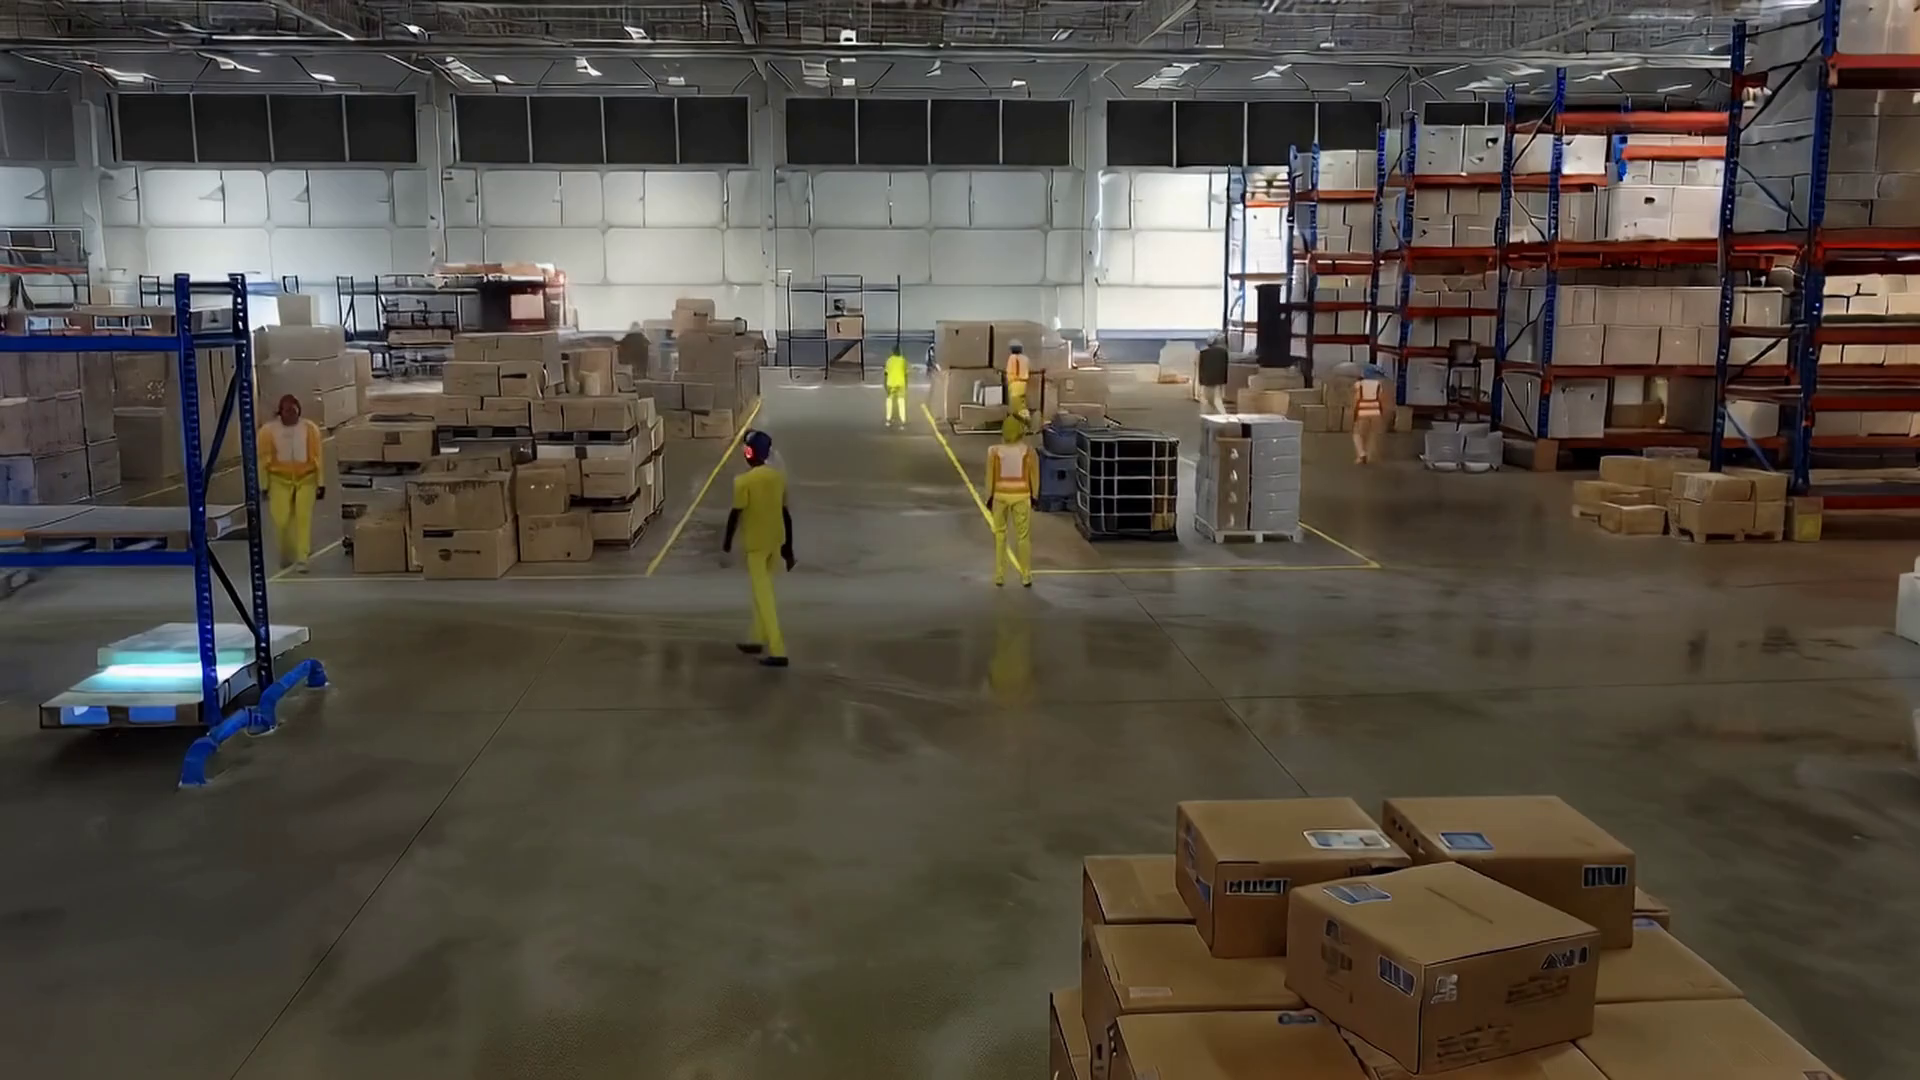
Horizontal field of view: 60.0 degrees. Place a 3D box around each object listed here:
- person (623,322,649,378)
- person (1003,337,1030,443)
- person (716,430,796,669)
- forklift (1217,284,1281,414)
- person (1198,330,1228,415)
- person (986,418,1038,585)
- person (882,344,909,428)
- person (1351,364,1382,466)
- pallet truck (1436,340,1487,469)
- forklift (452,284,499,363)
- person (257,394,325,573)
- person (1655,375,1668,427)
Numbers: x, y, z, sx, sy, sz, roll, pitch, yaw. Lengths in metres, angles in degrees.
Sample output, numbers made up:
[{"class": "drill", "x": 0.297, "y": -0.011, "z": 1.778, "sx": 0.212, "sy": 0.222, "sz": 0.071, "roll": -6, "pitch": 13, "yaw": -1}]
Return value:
[{"class": "person", "x": -7.697, "y": -4.213, "z": 39.477, "sx": 0.645, "sy": 1.923, "sz": 0.499, "roll": 2, "pitch": 9, "yaw": 13}, {"class": "person", "x": 1.026, "y": -2.681, "z": 29.861, "sx": 0.464, "sy": 1.920, "sz": 0.569, "roll": 7, "pitch": 12, "yaw": 38}, {"class": "person", "x": -1.614, "y": 0.067, "z": 12.907, "sx": 0.841, "sy": 1.833, "sz": 0.492, "roll": 7, "pitch": 12, "yaw": 39}, {"class": "forklift", "x": 6.547, "y": -4.074, "z": 35.610, "sx": 1.873, "sy": 2.768, "sz": 1.129, "roll": -1, "pitch": 9, "yaw": -4}, {"class": "person", "x": 4.931, "y": -3.081, "z": 32.241, "sx": 0.625, "sy": 1.968, "sz": 0.801, "roll": -2, "pitch": 9, "yaw": -10}, {"class": "person", "x": 0.508, "y": -0.368, "z": 16.219, "sx": 0.513, "sy": 1.642, "sz": 0.313, "roll": 1, "pitch": 9, "yaw": 6}, {"class": "person", "x": -1.292, "y": -3.080, "z": 33.182, "sx": 0.555, "sy": 1.649, "sz": 0.855, "roll": -4, "pitch": 10, "yaw": -22}, {"class": "person", "x": 6.446, "y": -1.979, "z": 26.379, "sx": 0.538, "sy": 1.621, "sz": 0.411, "roll": -2, "pitch": 9, "yaw": -15}, {"class": "pallet truck", "x": 8.004, "y": -2.170, "z": 26.422, "sx": 0.823, "sy": 1.965, "sz": 1.885, "roll": 2, "pitch": 9, "yaw": 14}, {"class": "forklift", "x": -10.317, "y": -4.215, "z": 36.494, "sx": 1.873, "sy": 2.768, "sz": 1.129, "roll": -1, "pitch": 9, "yaw": -4}, {"class": "person", "x": -6.786, "y": -0.575, "z": 16.918, "sx": 0.631, "sy": 1.828, "sz": 0.432, "roll": -4, "pitch": 10, "yaw": -25}, {"class": "person", "x": 12.848, "y": -2.671, "z": 30.106, "sx": 0.535, "sy": 1.822, "sz": 0.642, "roll": -2, "pitch": 9, "yaw": -10}]
